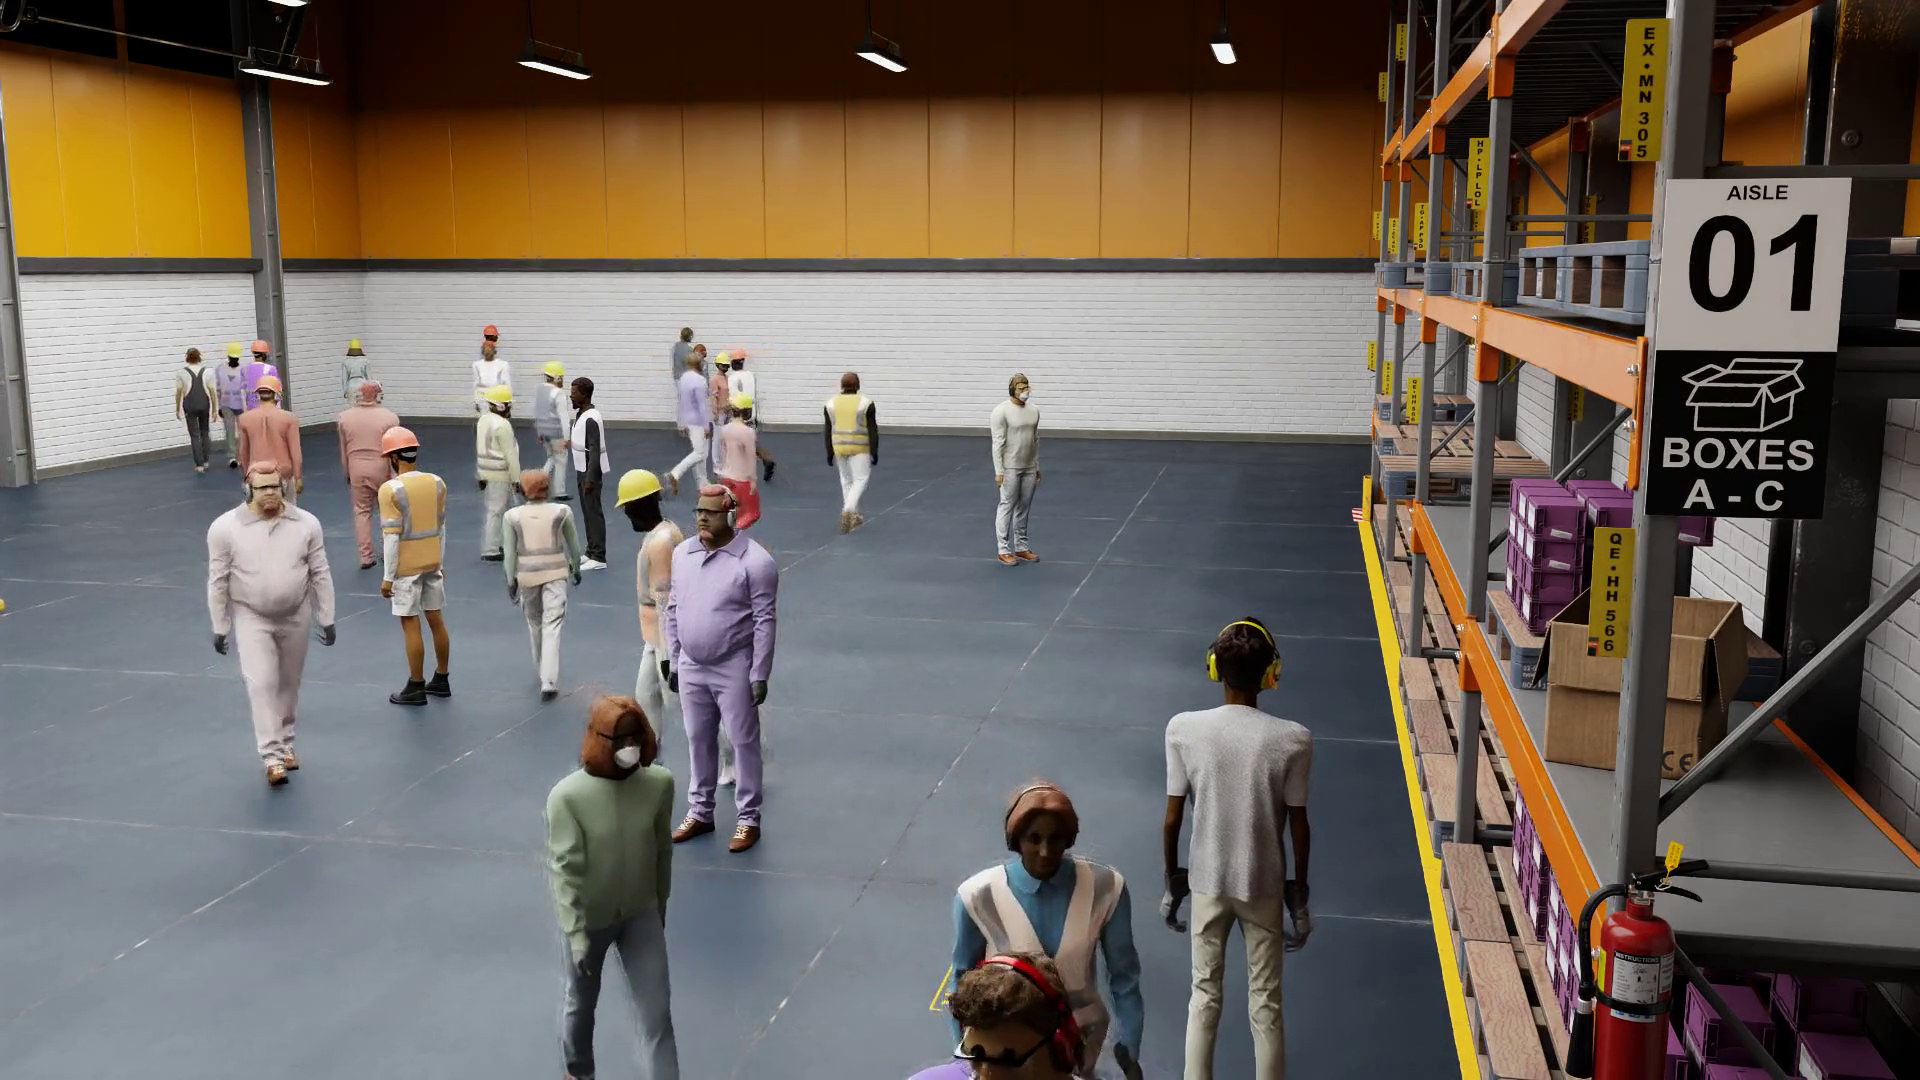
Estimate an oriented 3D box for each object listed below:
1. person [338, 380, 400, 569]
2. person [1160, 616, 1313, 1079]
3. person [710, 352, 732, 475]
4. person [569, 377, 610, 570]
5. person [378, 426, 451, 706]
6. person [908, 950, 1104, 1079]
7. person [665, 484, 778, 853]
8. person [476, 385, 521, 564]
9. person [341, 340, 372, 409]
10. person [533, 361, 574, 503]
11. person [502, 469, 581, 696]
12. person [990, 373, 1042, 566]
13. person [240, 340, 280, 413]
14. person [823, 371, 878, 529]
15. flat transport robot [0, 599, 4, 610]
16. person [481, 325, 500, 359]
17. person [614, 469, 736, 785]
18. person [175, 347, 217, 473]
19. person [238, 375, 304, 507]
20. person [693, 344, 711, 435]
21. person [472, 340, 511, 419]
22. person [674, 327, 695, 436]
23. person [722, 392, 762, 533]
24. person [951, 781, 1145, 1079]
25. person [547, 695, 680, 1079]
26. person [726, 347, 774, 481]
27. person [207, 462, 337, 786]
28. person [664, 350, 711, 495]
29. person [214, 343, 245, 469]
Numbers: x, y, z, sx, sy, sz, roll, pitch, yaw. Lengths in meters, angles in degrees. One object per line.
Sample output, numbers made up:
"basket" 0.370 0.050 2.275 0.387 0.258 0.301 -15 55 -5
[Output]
"person" -5.883 -0.666 16.727 0.649 1.881 0.682 0 9 -1
"person" 0.927 1.182 5.604 0.513 1.872 0.331 3 10 18
"person" -3.417 -1.826 24.049 0.310 1.766 0.528 4 10 22
"person" -3.701 -0.664 16.586 0.392 1.919 0.591 -4 10 -23
"person" -3.788 0.179 11.478 0.387 1.927 0.545 5 11 29
"person" 0.175 1.623 3.117 0.694 1.808 0.550 3 10 19
"person" -1.264 0.657 8.646 0.642 1.913 0.408 4 10 24
"person" -4.613 -0.663 16.892 0.622 1.810 0.590 -6 11 -33
"person" -10.345 -2.565 28.566 0.493 1.742 0.299 -3 10 -18
"person" -5.145 -1.361 21.083 0.610 1.813 0.445 8 12 40
"person" -2.975 0.288 11.839 0.515 1.588 0.886 -1 9 -7
"person" 0.584 -0.718 16.845 0.635 1.939 0.361 -9 13 -43
"person" -10.180 -1.930 24.214 0.595 1.928 0.450 1 9 4
"person" -1.256 -1.029 19.069 0.632 1.821 0.785 3 10 18
"flat transport robot" -9.053 0.550 14.219 1.431 0.197 0.652 -8 12 -39
"person" -8.454 -2.911 30.059 0.363 1.935 0.553 -5 11 -28
"person" -1.624 0.525 9.570 0.721 1.909 0.651 -2 10 -11
"person" -11.207 -1.907 24.370 0.514 1.821 0.715 -7 12 -36
"person" -6.879 -0.669 16.582 0.622 1.941 1.031 -1 9 -6
"person" -4.630 -2.667 29.536 0.495 1.625 0.279 8 12 40
"person" -7.309 -2.207 26.045 0.576 1.866 0.723 -1 9 -4
"person" -4.882 -2.799 29.484 0.373 1.917 0.686 -5 11 -28
"person" -2.240 -0.614 16.777 0.494 1.753 0.529 -9 13 -43
"person" 0.254 1.477 4.634 0.521 1.604 0.803 -2 10 -10
"person" -1.164 1.309 5.698 0.495 1.585 0.872 -7 11 -34
"person" -2.909 -1.693 22.814 0.736 1.909 0.578 7 12 36
"person" -3.975 0.492 9.731 0.673 1.872 0.878 -7 12 -37
"person" -3.491 -1.506 21.653 0.743 1.924 0.639 -5 11 -28
"person" -10.768 -1.991 24.742 0.603 1.862 0.965 -1 10 -8
